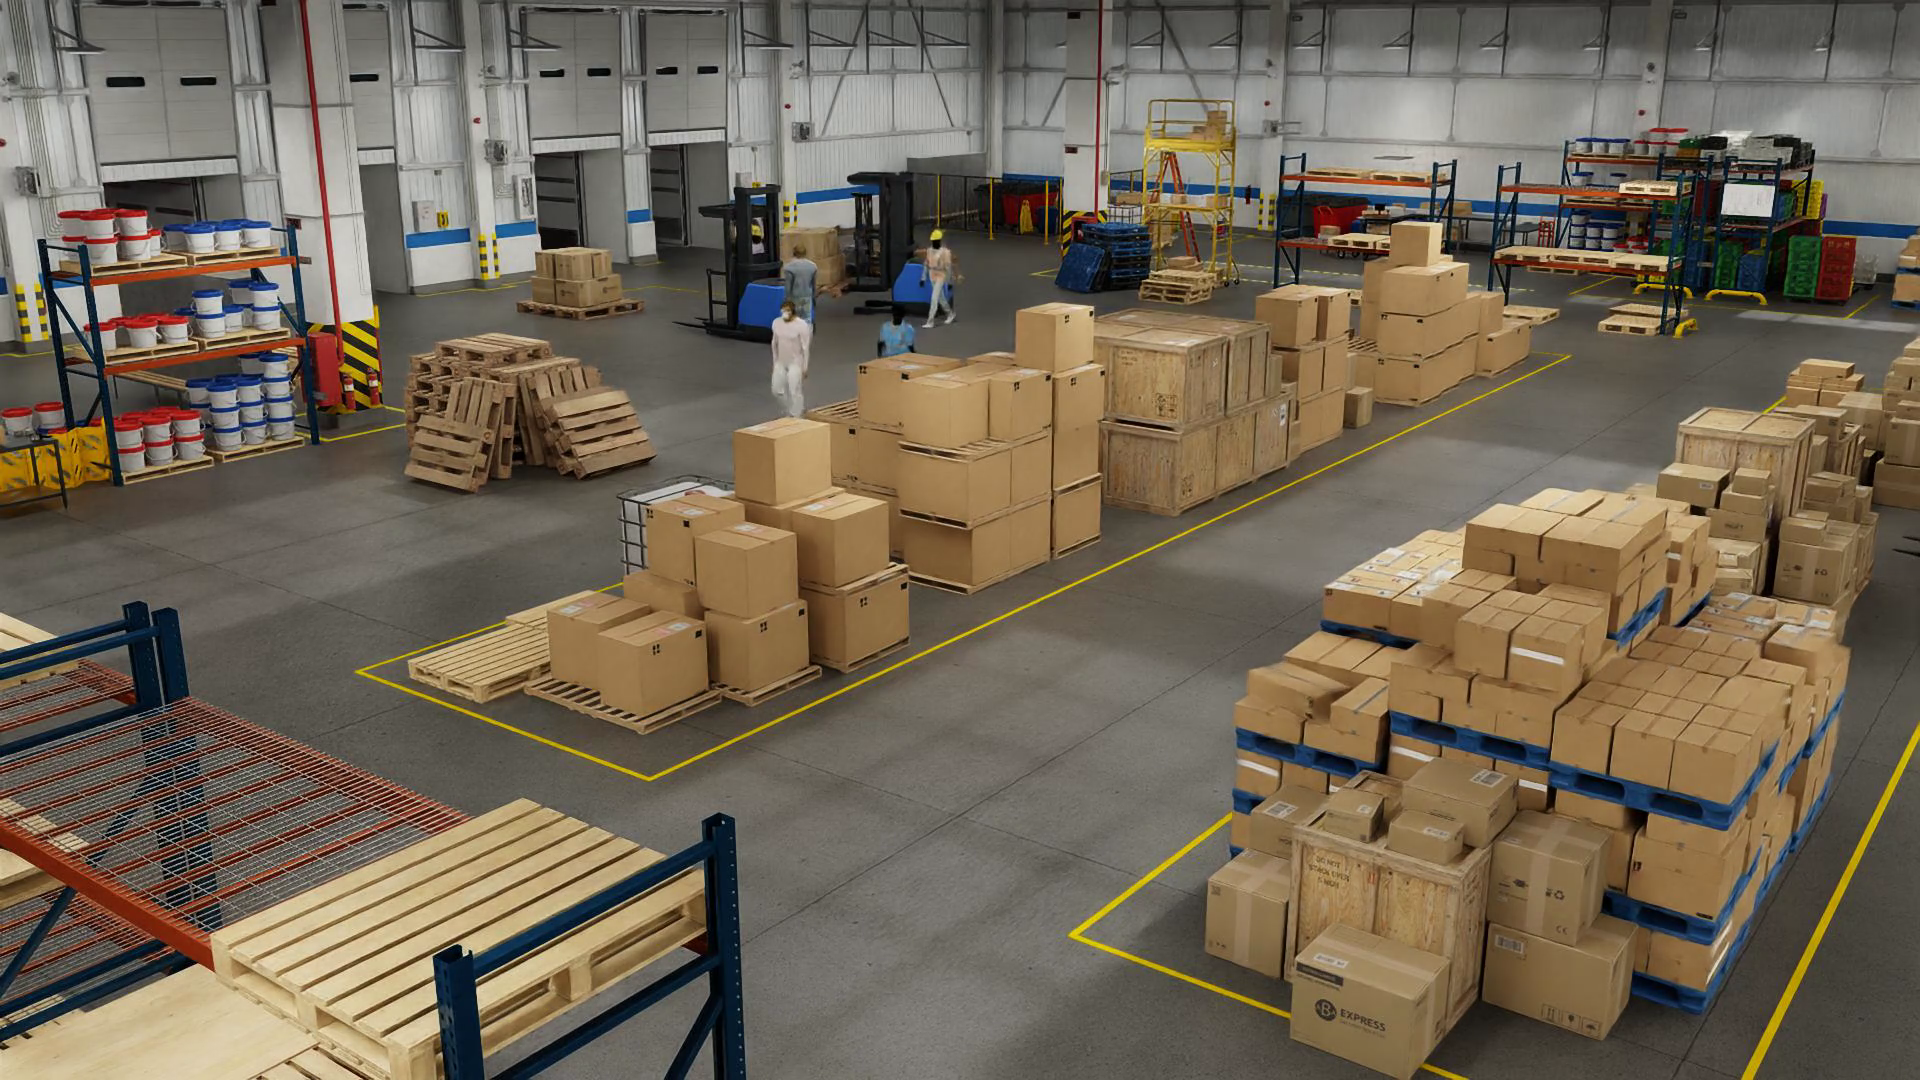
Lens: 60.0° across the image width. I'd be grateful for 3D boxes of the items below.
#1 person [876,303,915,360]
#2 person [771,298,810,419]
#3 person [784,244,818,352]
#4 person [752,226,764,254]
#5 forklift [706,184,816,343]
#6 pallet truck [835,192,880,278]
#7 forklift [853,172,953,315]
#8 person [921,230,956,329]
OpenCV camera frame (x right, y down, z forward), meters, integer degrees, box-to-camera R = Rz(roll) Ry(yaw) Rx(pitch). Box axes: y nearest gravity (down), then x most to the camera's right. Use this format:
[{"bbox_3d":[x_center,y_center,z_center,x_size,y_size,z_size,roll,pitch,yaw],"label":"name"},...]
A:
[{"bbox_3d":[-0.925,-2.726,24.865,0.593,1.677,0.683,8,18,24],"label":"person"},{"bbox_3d":[-2.416,-2.463,23.555,0.666,1.922,0.449,10,19,29],"label":"person"},{"bbox_3d":[-2.833,-4.310,29.676,0.634,1.929,0.381,-9,19,-27],"label":"person"},{"bbox_3d":[-4.056,-5.230,32.783,0.679,1.902,0.626,13,21,36],"label":"person"},{"bbox_3d":[-3.717,-5.181,30.929,1.873,2.768,1.129,12,21,35],"label":"forklift"},{"bbox_3d":[-1.936,-7.159,38.982,1.885,1.965,0.823,-12,21,-34],"label":"pallet truck"},{"bbox_3d":[-1.139,-6.005,33.660,1.873,2.768,1.129,3,17,10],"label":"forklift"},{"bbox_3d":[-0.394,-5.094,32.348,0.971,1.886,0.588,-14,22,-38],"label":"person"}]
